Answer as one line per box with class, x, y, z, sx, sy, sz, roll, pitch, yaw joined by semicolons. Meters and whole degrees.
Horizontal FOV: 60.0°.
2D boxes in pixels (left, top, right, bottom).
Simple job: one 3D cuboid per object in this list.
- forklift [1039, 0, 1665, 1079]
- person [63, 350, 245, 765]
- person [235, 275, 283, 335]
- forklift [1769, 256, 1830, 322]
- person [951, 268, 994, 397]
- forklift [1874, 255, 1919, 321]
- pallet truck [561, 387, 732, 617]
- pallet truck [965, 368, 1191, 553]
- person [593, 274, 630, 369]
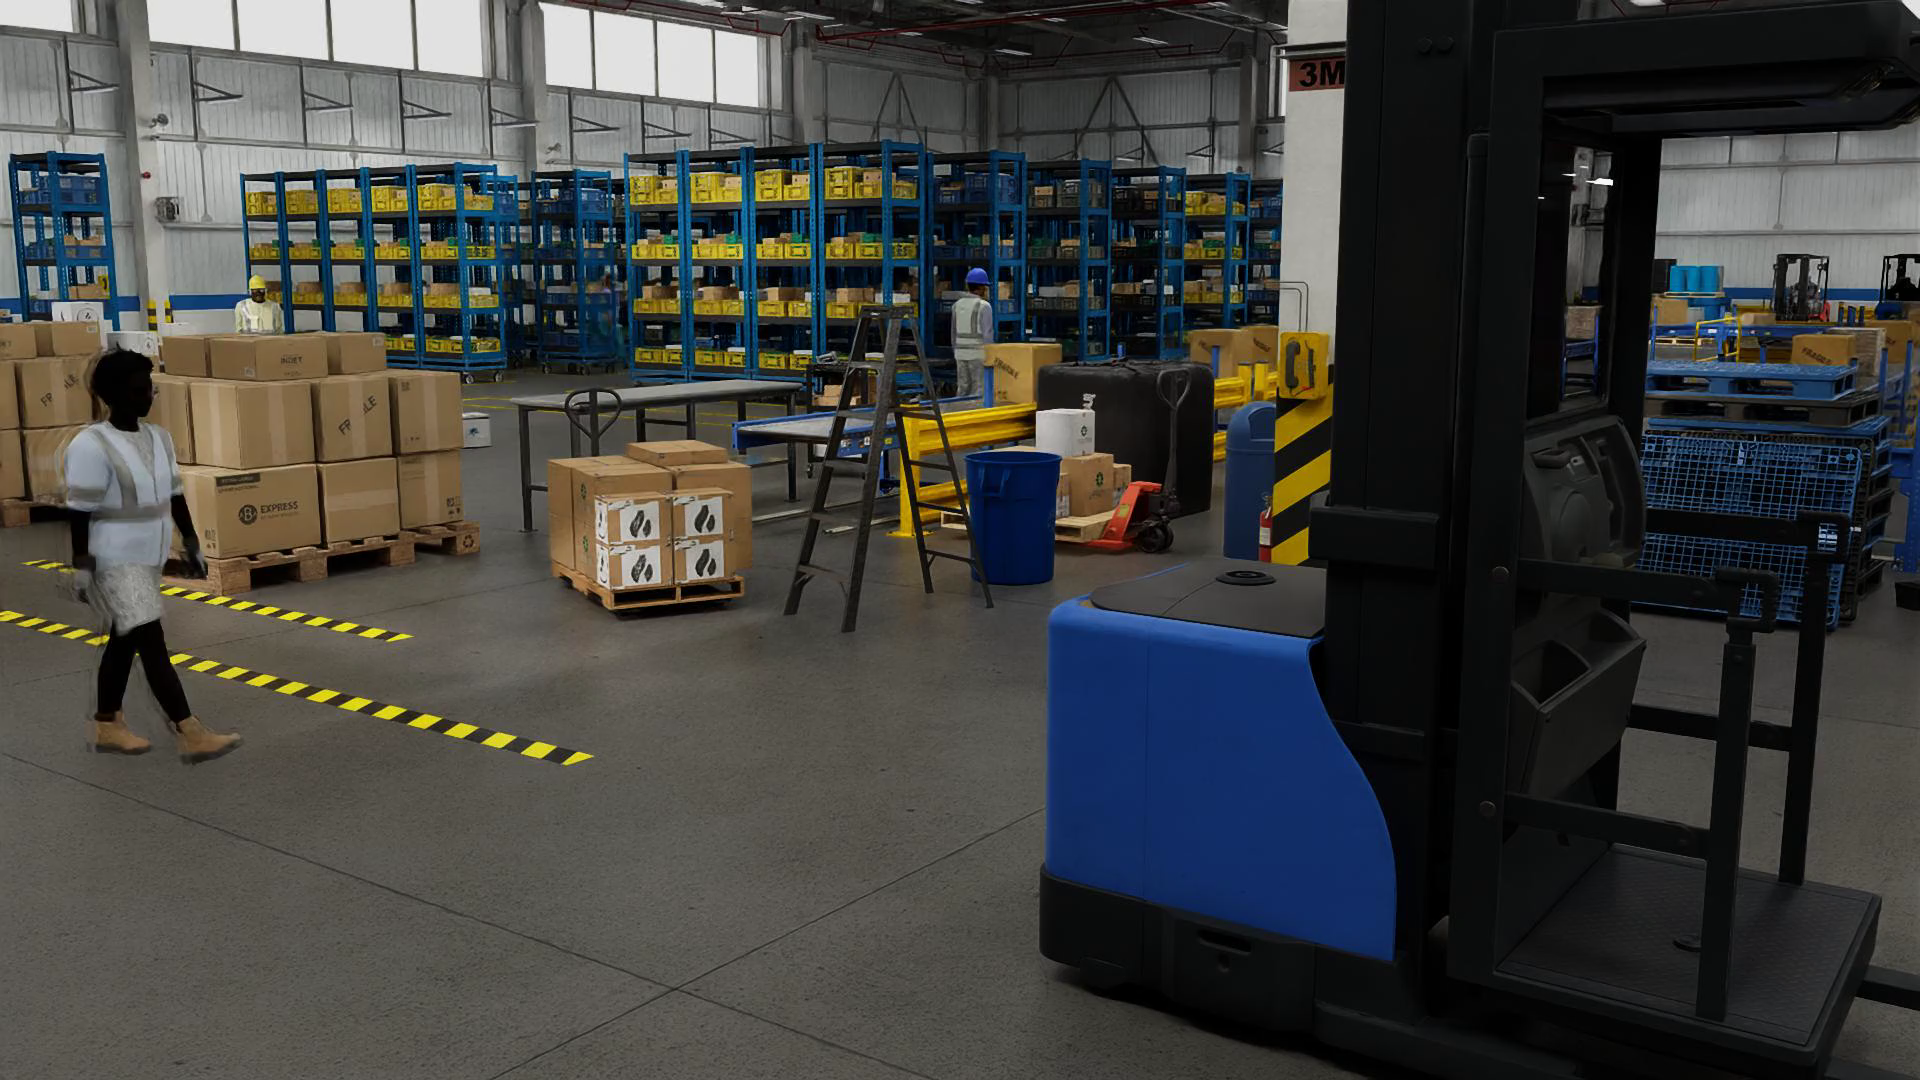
forklift;1.249;-0.137;4.360;1.873;2.768;1.129;7;12;35
person;-3.211;0.079;6.664;0.820;1.656;0.557;2;10;9
person;-9.062;-2.503;21.558;0.586;1.835;0.403;-6;12;-34
forklift;20.253;-5.854;40.139;1.157;1.987;2.680;7;12;35
person;0.161;-2.032;18.421;0.409;1.943;0.615;-8;13;-41
forklift;22.089;-5.634;38.796;1.157;1.987;2.680;6;11;33
pallet truck;-1.981;-0.274;10.088;0.680;1.201;1.601;-5;11;-28
pallet truck;0.845;-0.609;11.869;1.630;1.274;0.653;7;12;35
person;-6.572;-4.119;31.313;0.995;1.793;0.562;6;11;32
